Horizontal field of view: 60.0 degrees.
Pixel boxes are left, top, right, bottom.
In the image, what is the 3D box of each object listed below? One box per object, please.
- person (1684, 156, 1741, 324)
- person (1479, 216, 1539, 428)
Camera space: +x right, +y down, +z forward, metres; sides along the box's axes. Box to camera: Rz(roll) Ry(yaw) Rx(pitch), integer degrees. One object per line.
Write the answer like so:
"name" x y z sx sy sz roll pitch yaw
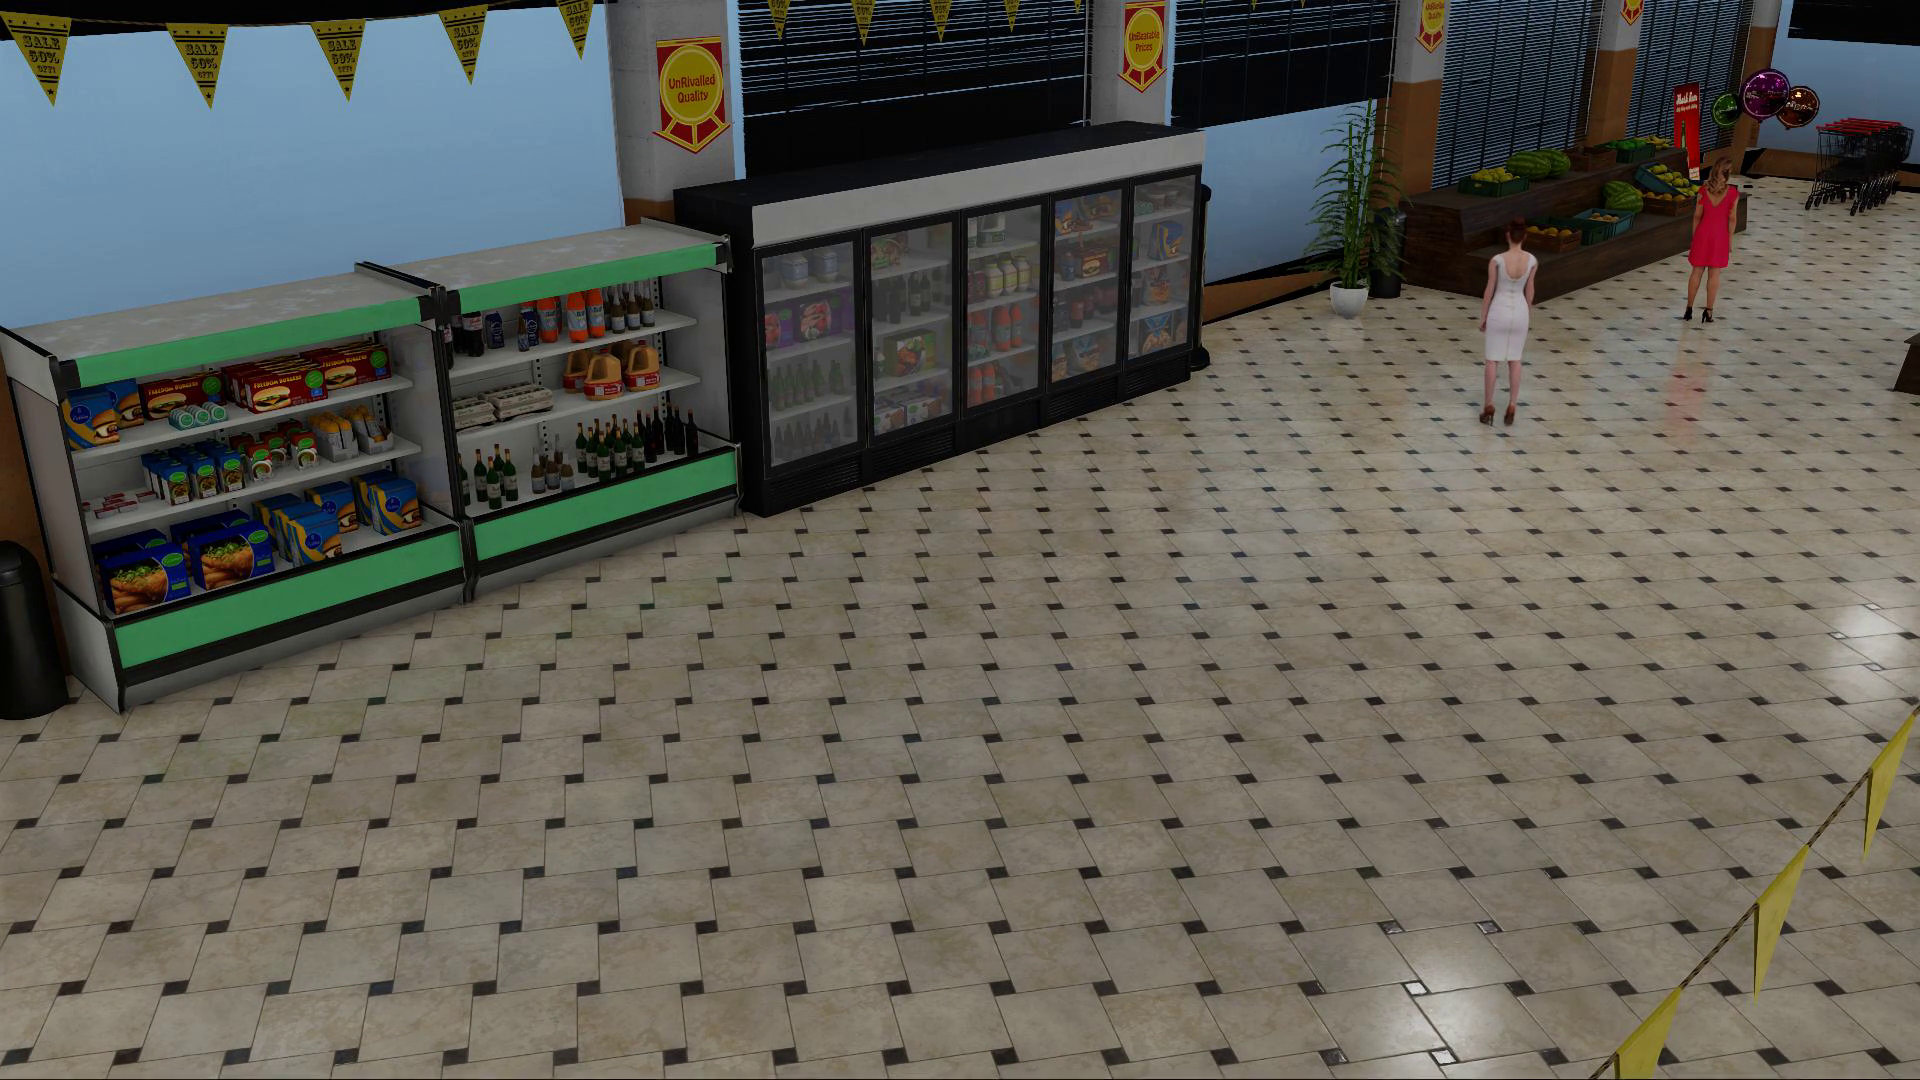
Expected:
"person" 7.846 -3.144 17.379 0.596 1.728 0.573 16 27 34
"person" 4.619 -1.839 14.047 0.647 1.791 0.699 1 22 4
